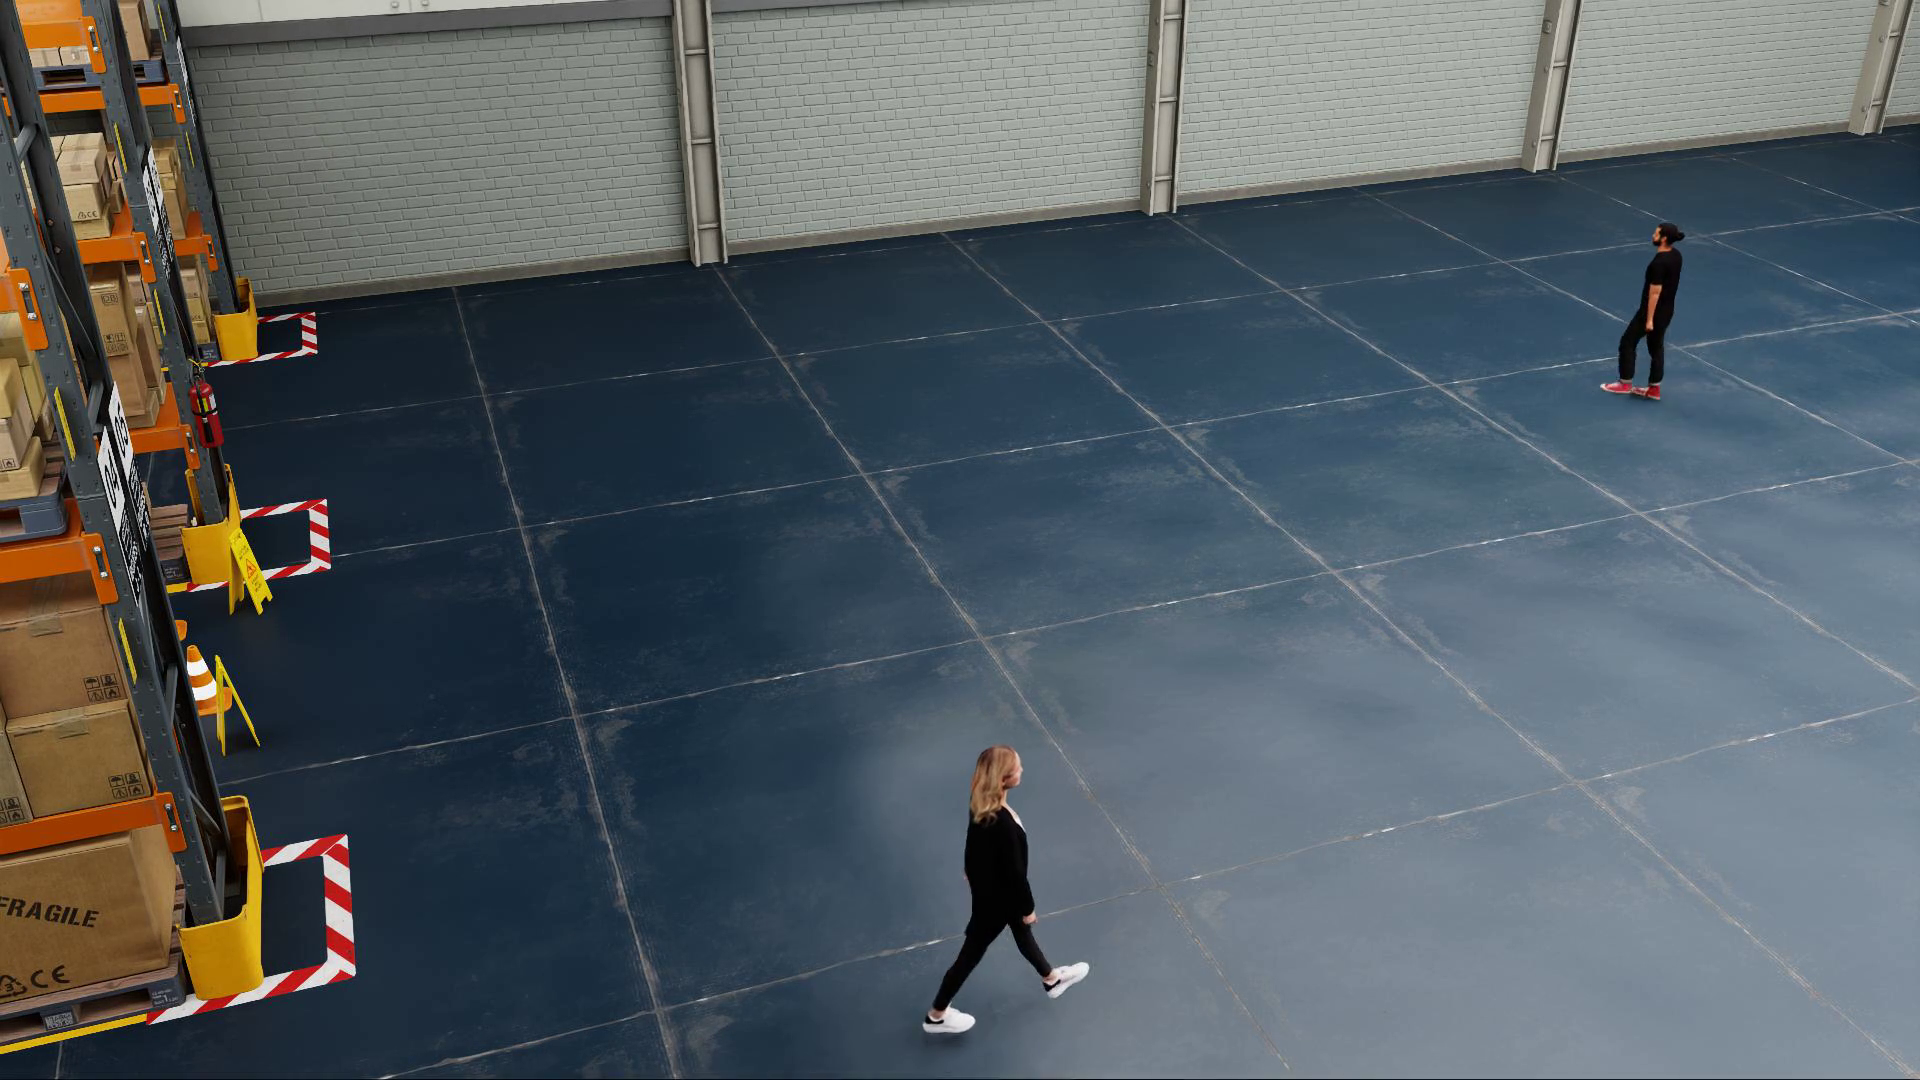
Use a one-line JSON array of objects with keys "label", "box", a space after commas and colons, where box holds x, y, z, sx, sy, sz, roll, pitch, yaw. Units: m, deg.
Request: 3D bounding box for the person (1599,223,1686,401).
[{"label": "person", "box": [6.755, -2.168, 15.979, 0.839, 1.741, 0.876, -25, 37, -38]}]

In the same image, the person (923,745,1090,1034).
[{"label": "person", "box": [0.073, 1.841, 8.444, 1.173, 1.746, 0.648, -9, 29, -16]}]
